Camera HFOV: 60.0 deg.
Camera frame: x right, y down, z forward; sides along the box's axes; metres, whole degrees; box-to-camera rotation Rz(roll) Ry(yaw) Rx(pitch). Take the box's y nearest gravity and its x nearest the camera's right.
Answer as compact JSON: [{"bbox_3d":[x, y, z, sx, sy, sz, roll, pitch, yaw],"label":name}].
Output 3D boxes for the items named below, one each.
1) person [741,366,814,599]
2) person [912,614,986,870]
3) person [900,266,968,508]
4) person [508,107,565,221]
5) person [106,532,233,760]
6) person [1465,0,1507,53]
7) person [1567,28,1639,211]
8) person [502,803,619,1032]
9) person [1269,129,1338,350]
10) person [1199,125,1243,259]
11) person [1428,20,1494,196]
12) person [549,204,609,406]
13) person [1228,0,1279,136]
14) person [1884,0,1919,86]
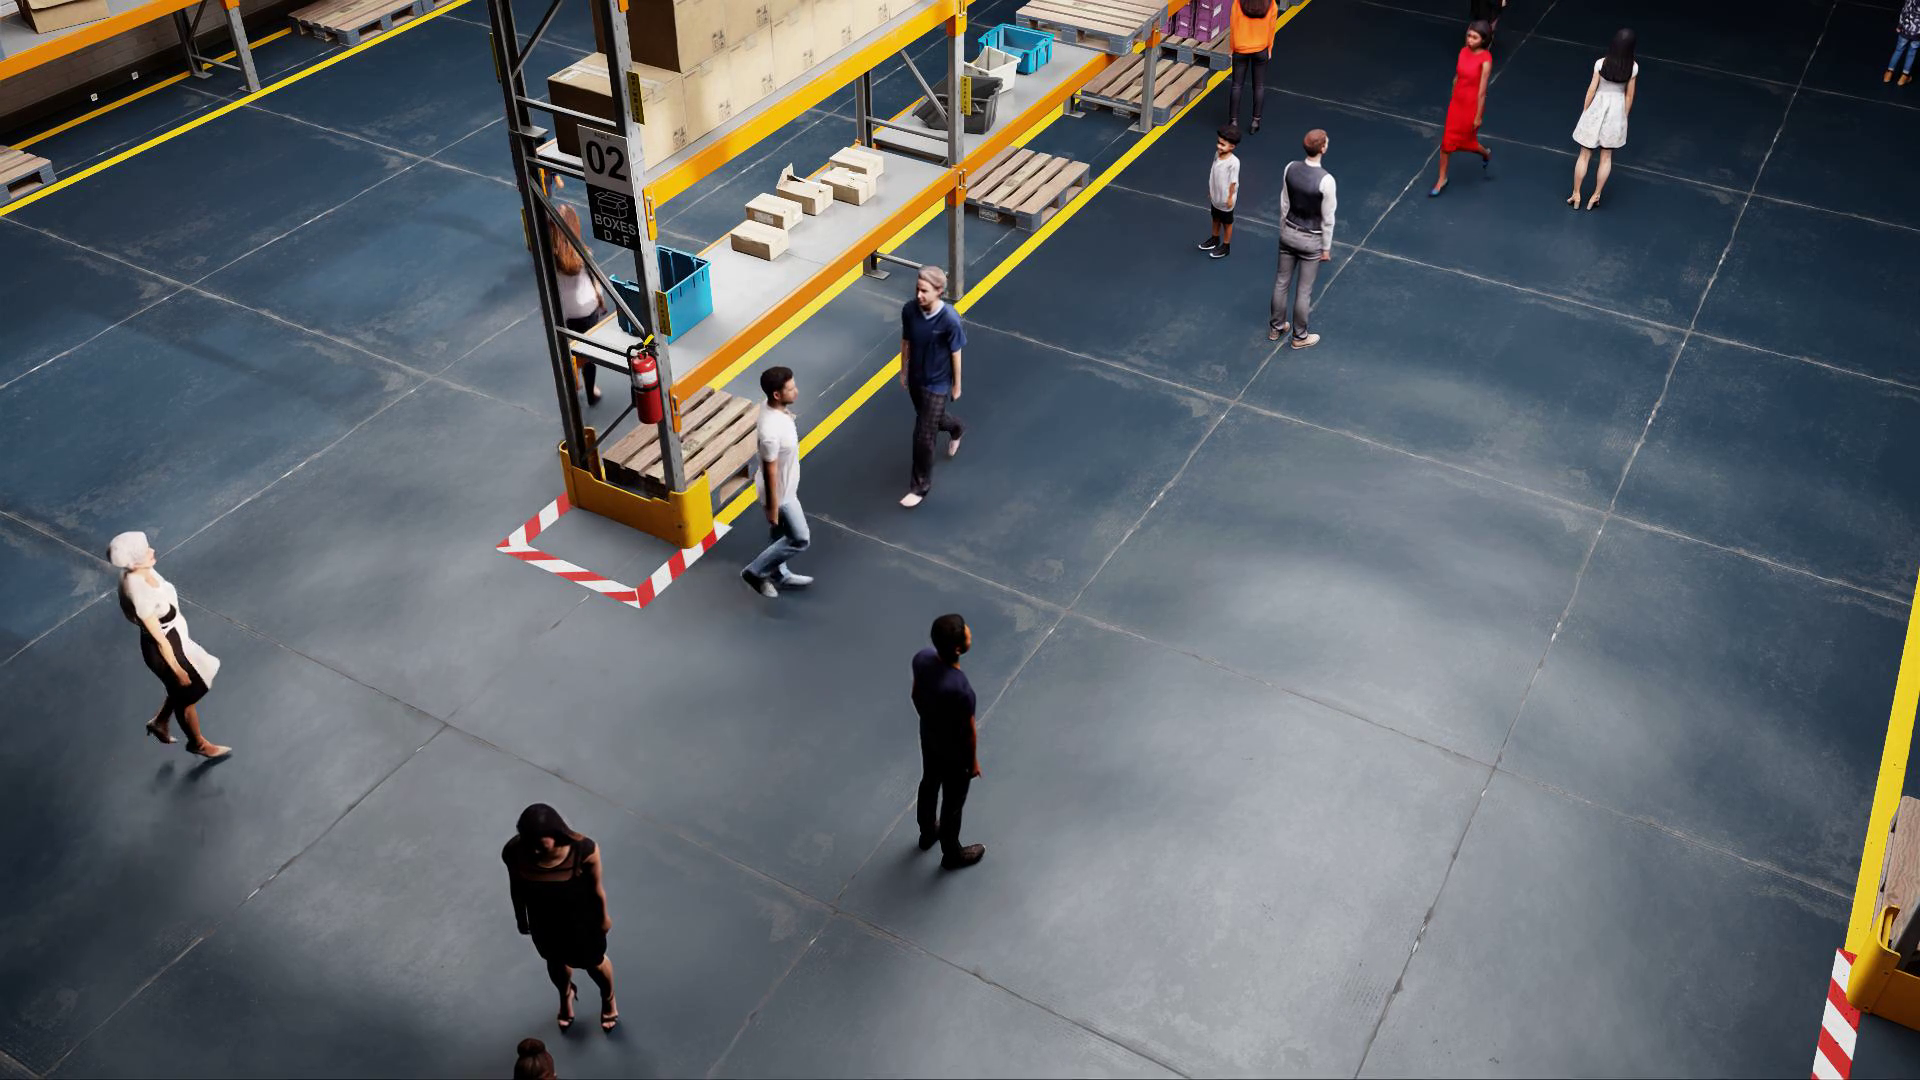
[{"bbox_3d":[-1.306,-0.359,11.164,0.913,1.846,0.847,-4,39,-5],"label":"person"},{"bbox_3d":[-0.088,1.126,9.349,0.659,1.790,0.714,-27,46,-29],"label":"person"},{"bbox_3d":[-0.169,-1.194,12.216,0.745,1.839,1.166,25,45,28],"label":"person"},{"bbox_3d":[-3.872,-3.245,15.020,0.531,1.544,0.578,18,42,21],"label":"person"},{"bbox_3d":[-4.828,0.695,9.925,0.927,1.746,0.856,-13,41,-16],"label":"person"},{"bbox_3d":[5.832,-6.006,18.349,0.587,1.705,0.639,-31,48,-33],"label":"person"},{"bbox_3d":[6.101,-3.980,15.756,0.716,1.774,0.717,10,40,12],"label":"person"},{"bbox_3d":[-2.001,1.913,8.426,0.743,1.712,0.758,1,39,2],"label":"person"},{"bbox_3d":[2.837,-2.500,13.772,0.711,1.938,0.658,32,48,33],"label":"person"},{"bbox_3d":[2.416,-3.196,15.189,0.591,1.257,0.556,-23,44,-26],"label":"person"},{"bbox_3d":[4.944,-4.152,16.016,1.084,1.719,0.875,-21,43,-24],"label":"person"},{"bbox_3d":[-3.029,-1.777,13.045,0.668,1.715,0.685,6,39,8],"label":"person"},{"bbox_3d":[2.987,-5.012,17.069,0.700,1.748,0.695,4,39,5],"label":"person"},{"bbox_3d":[10.470,-5.629,18.240,0.520,1.251,0.539,27,46,29],"label":"person"}]
